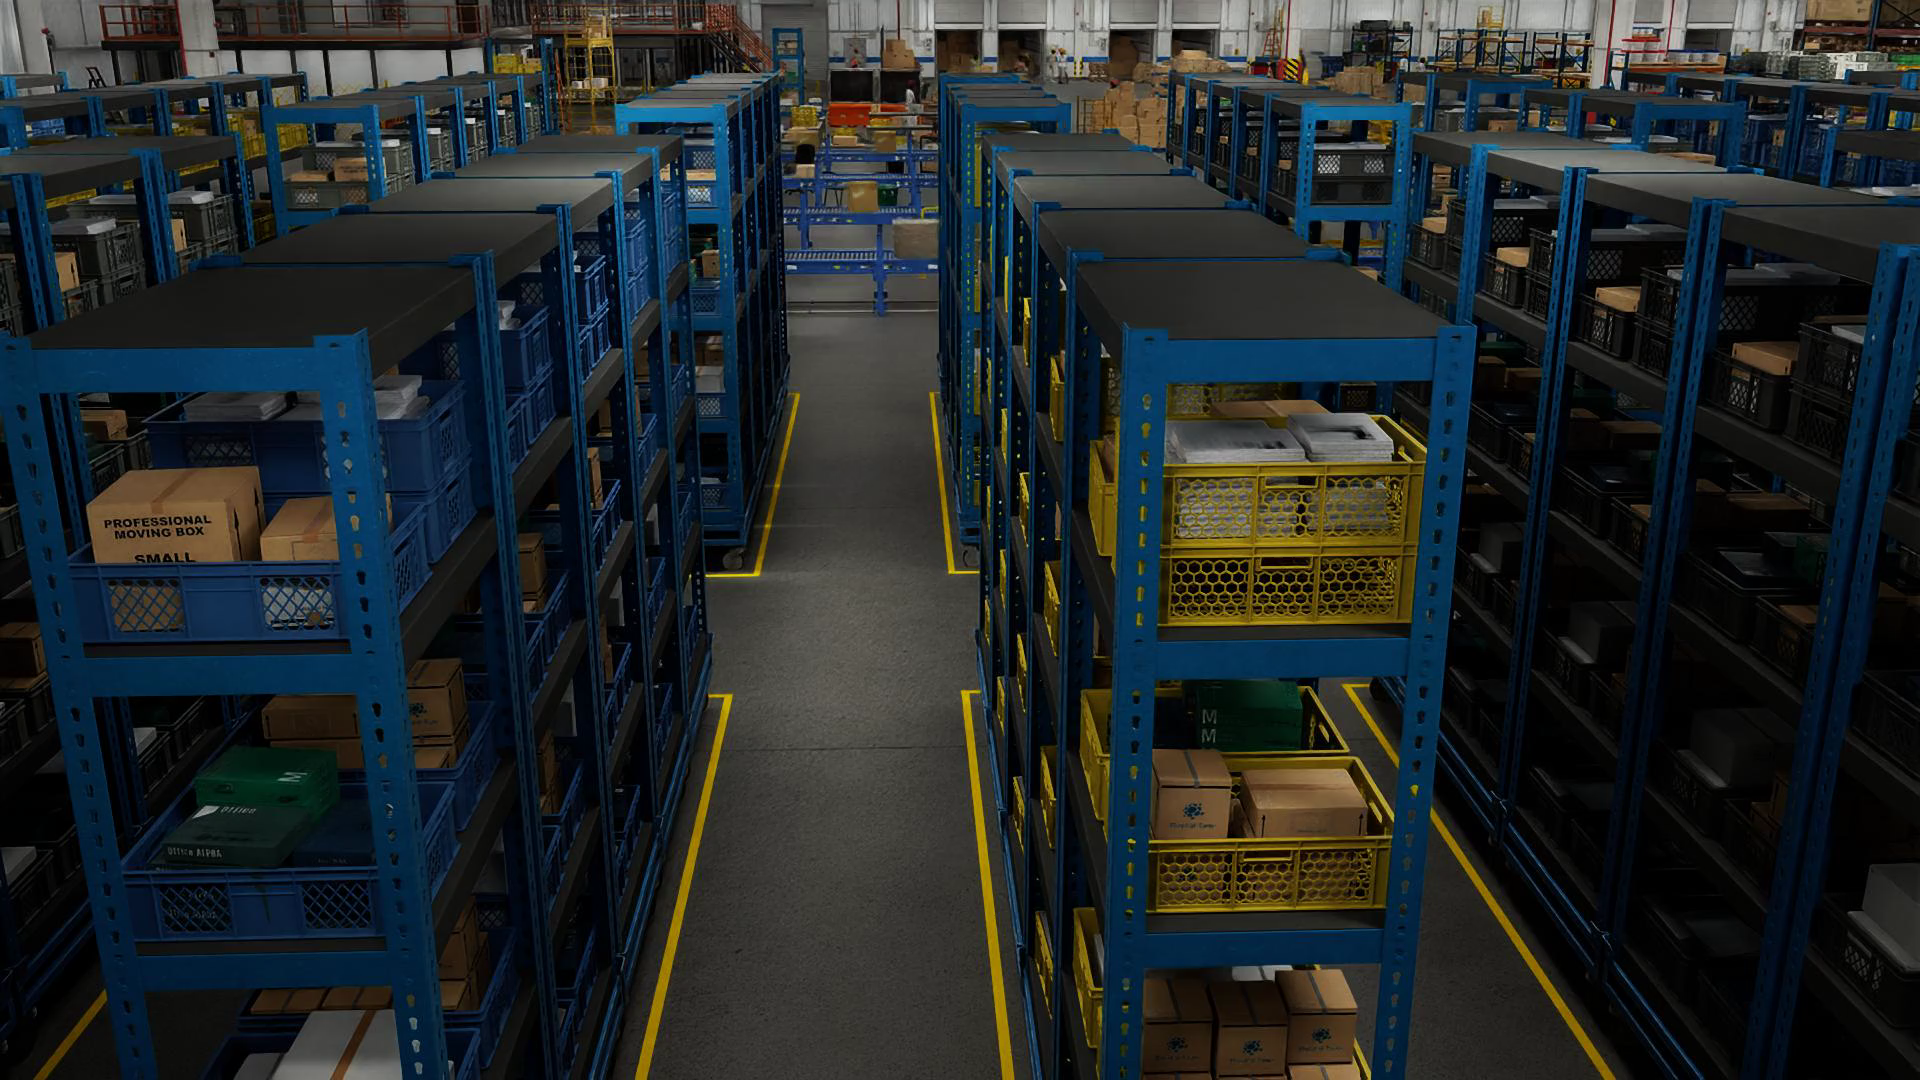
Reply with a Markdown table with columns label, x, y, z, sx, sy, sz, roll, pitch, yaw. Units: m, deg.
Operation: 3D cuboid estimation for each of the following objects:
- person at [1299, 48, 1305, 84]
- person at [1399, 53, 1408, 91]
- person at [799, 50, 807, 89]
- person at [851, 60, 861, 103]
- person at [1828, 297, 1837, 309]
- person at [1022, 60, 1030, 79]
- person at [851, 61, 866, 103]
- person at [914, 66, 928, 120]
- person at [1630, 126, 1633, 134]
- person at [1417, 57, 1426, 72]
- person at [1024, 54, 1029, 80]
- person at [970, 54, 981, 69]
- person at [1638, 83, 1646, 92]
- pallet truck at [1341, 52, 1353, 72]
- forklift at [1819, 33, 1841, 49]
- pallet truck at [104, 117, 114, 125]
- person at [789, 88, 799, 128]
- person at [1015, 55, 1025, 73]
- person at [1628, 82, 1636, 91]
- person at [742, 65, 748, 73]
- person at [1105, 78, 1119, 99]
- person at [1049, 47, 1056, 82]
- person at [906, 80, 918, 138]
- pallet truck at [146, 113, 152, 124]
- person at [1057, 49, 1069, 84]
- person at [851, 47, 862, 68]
| label | x | y | z | sx | sy | sz | roll | pitch | yaw |
| --- | --- | --- | --- | --- | --- | --- | --- | --- | --- |
| person | 18.522 | -25.964 | 91.125 | 0.599 | 1.924 | 0.894 | -12 | 21 | -32 |
| person | 22.439 | -23.680 | 84.133 | 0.353 | 1.886 | 0.573 | -6 | 19 | -19 |
| person | -8.160 | -24.367 | 86.159 | 0.395 | 1.949 | 0.602 | 10 | 20 | 28 |
| person | -4.314 | -18.730 | 68.569 | 0.395 | 2.040 | 0.609 | -12 | 22 | -33 |
| person | 10.288 | -2.860 | 19.717 | 0.867 | 1.876 | 0.650 | 4 | 18 | 13 |
| person | 3.041 | -20.716 | 75.059 | 0.947 | 1.824 | 0.554 | 2 | 18 | 7 |
| person | -4.390 | -19.641 | 71.586 | 0.634 | 1.926 | 0.493 | -8 | 20 | -24 |
| person | -1.497 | -17.031 | 63.310 | 0.551 | 2.000 | 0.701 | 3 | 18 | 11 |
| person | 19.794 | -12.205 | 48.925 | 0.540 | 1.695 | 0.317 | 15 | 23 | 38 |
| person | 21.790 | -21.864 | 78.585 | 0.430 | 1.845 | 0.619 | 1 | 18 | 5 |
| person | 3.501 | -24.676 | 87.498 | 0.944 | 1.703 | 0.559 | -2 | 18 | -5 |
| person | 0.817 | -23.914 | 85.016 | 0.650 | 1.788 | 0.976 | -11 | 21 | -29 |
| person | 32.819 | -22.293 | 79.930 | 0.508 | 1.840 | 0.336 | 10 | 20 | 28 |
| pallet truck | 18.794 | -23.123 | 82.231 | 0.823 | 1.965 | 1.885 | -13 | 22 | -35 |
| forklift | 43.982 | -24.305 | 84.475 | 1.129 | 2.768 | 1.873 | -1 | 18 | -2 |
| pallet truck | -18.367 | -7.885 | 35.078 | 1.885 | 1.965 | 0.823 | 1 | 18 | 2 |
| person | -5.587 | -14.501 | 55.940 | 0.444 | 1.759 | 0.525 | 11 | 21 | 31 |
| person | 3.135 | -24.291 | 86.327 | 0.544 | 1.683 | 0.385 | -3 | 18 | -9 |
| person | 26.053 | -17.487 | 64.889 | 0.551 | 1.935 | 0.372 | -1 | 18 | -4 |
| person | -8.487 | -17.817 | 65.921 | 0.355 | 1.930 | 0.587 | 11 | 21 | 31 |
| person | 5.075 | -14.395 | 55.392 | 0.579 | 1.891 | 0.503 | -11 | 21 | -31 |
| person | 5.236 | -26.725 | 93.502 | 0.416 | 1.915 | 0.609 | 8 | 20 | 23 |
| person | -1.593 | -14.234 | 54.930 | 0.429 | 1.866 | 0.598 | 0 | 18 | 1 |
| pallet truck | -18.087 | -8.309 | 36.390 | 1.885 | 1.965 | 0.823 | -1 | 18 | -4 |
| person | 5.676 | -26.064 | 91.529 | 0.635 | 1.878 | 0.374 | -2 | 18 | -5 |
| person | -5.703 | -26.014 | 91.245 | 0.621 | 1.963 | 0.969 | 8 | 19 | 22 |
